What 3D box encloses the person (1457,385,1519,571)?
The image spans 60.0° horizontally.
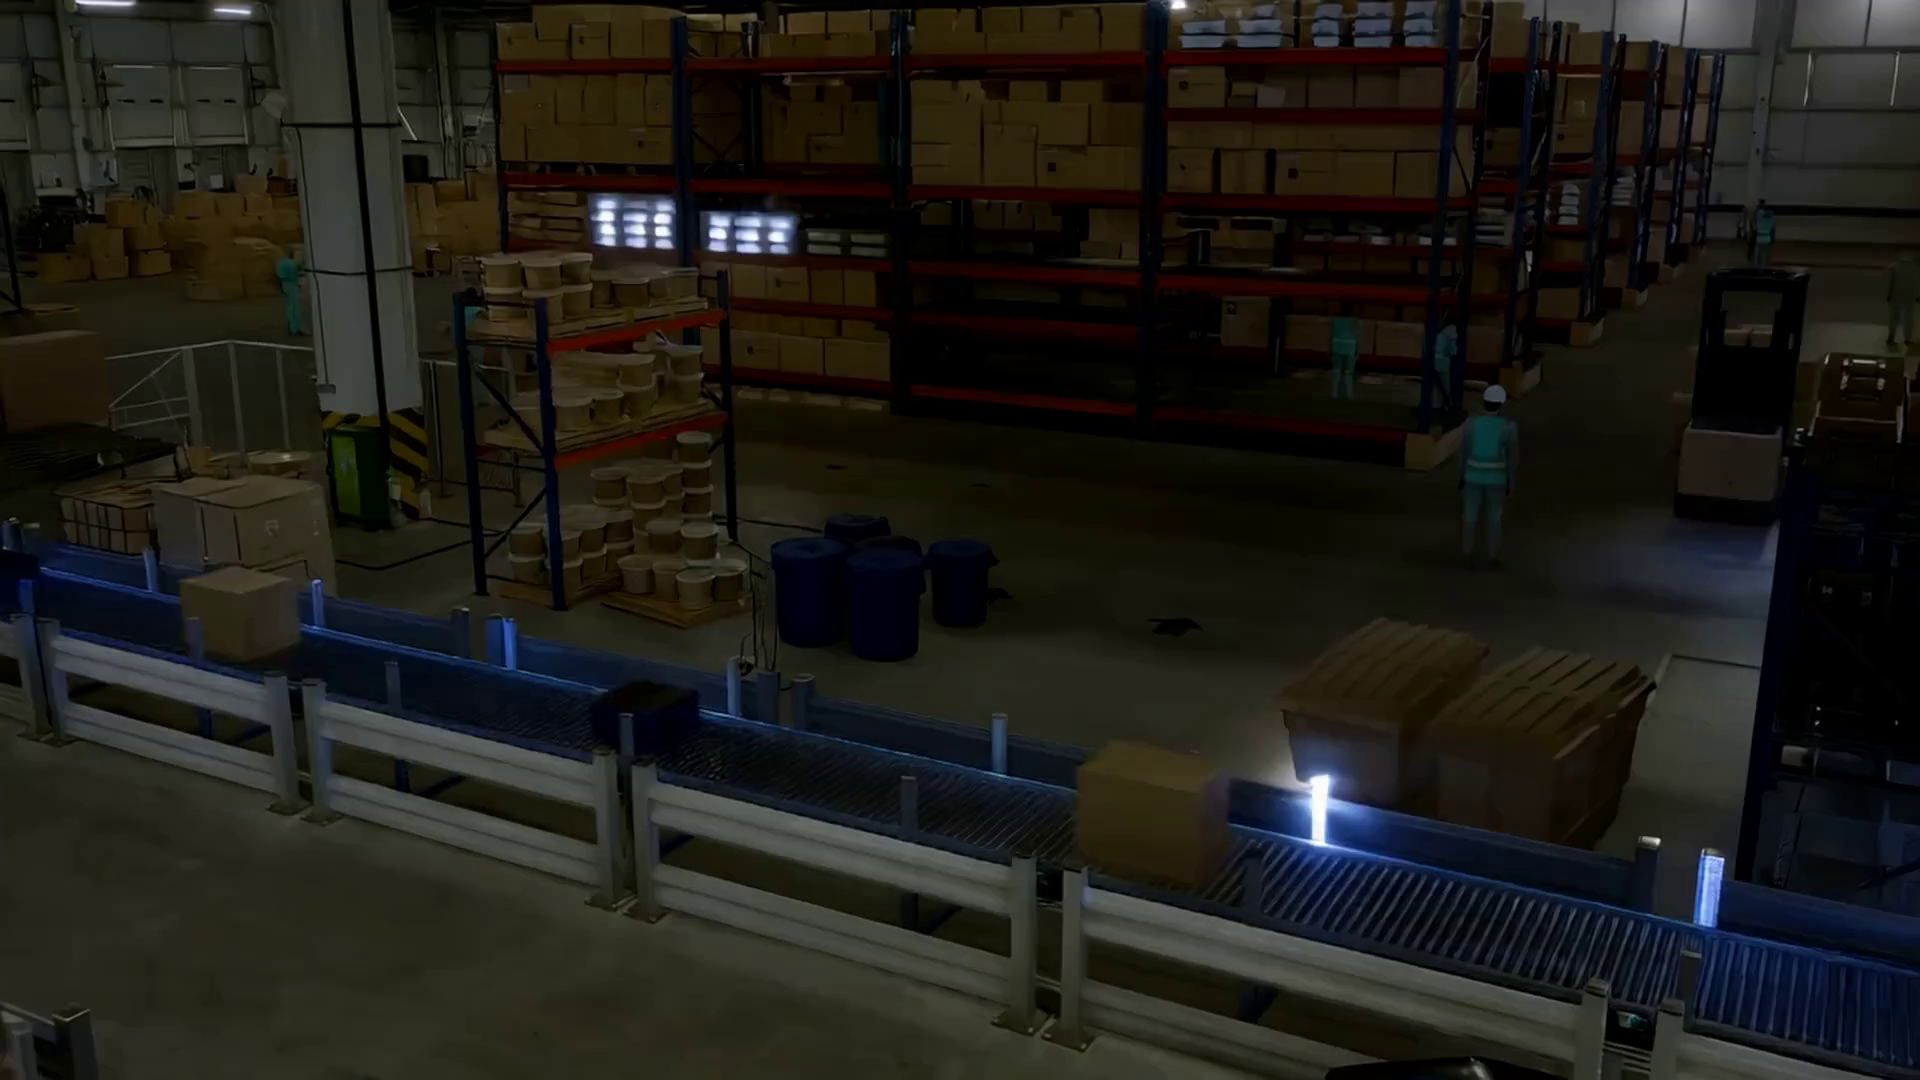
[{"bbox_3d":[5.497,-0.651,17.337,0.615,1.943,0.409,8,17,28],"label":"person"}]

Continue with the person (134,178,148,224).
[{"bbox_3d":[-30.693,-12.609,62.408,0.584,1.883,0.337,8,17,28],"label":"person"}]

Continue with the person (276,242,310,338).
[{"bbox_3d":[-13.704,-5.128,34.130,0.613,1.961,0.368,8,17,28],"label":"person"}]

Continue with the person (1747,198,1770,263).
[{"bbox_3d":[23.811,-9.223,49.621,0.596,1.914,0.373,8,17,28],"label":"person"}]

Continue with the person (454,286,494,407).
[{"bbox_3d":[-7.772,-3.069,26.483,0.596,1.914,0.373,8,17,28],"label":"person"}]

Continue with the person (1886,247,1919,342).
[{"bbox_3d":[19.121,-4.971,33.656,0.651,1.904,0.403,8,17,28],"label":"person"}]

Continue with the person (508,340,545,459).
[{"bbox_3d":[-5.872,-2.076,22.713,0.551,1.932,0.378,8,17,28],"label":"person"}]

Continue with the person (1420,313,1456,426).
[{"bbox_3d":[7.173,-2.558,24.983,0.540,1.695,0.317,8,17,28],"label":"person"}]

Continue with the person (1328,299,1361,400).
[{"bbox_3d":[6.172,-3.020,26.720,0.540,1.695,0.317,8,17,28],"label":"person"}]

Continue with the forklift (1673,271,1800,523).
[{"bbox_3d":[9.270,-1.762,19.725,1.129,2.768,1.873,8,17,28],"label":"forklift"}]

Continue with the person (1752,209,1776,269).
[{"bbox_3d":[22.208,-8.220,45.983,0.570,1.843,0.372,8,17,28],"label":"person"}]

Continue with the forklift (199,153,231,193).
[{"bbox_3d":[-27.440,-12.865,61.464,1.873,2.768,1.129,8,17,28],"label":"forklift"}]

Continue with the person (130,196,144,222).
[{"bbox_3d":[-24.874,-9.400,50.242,0.635,1.937,0.352,8,17,28],"label":"person"}]
